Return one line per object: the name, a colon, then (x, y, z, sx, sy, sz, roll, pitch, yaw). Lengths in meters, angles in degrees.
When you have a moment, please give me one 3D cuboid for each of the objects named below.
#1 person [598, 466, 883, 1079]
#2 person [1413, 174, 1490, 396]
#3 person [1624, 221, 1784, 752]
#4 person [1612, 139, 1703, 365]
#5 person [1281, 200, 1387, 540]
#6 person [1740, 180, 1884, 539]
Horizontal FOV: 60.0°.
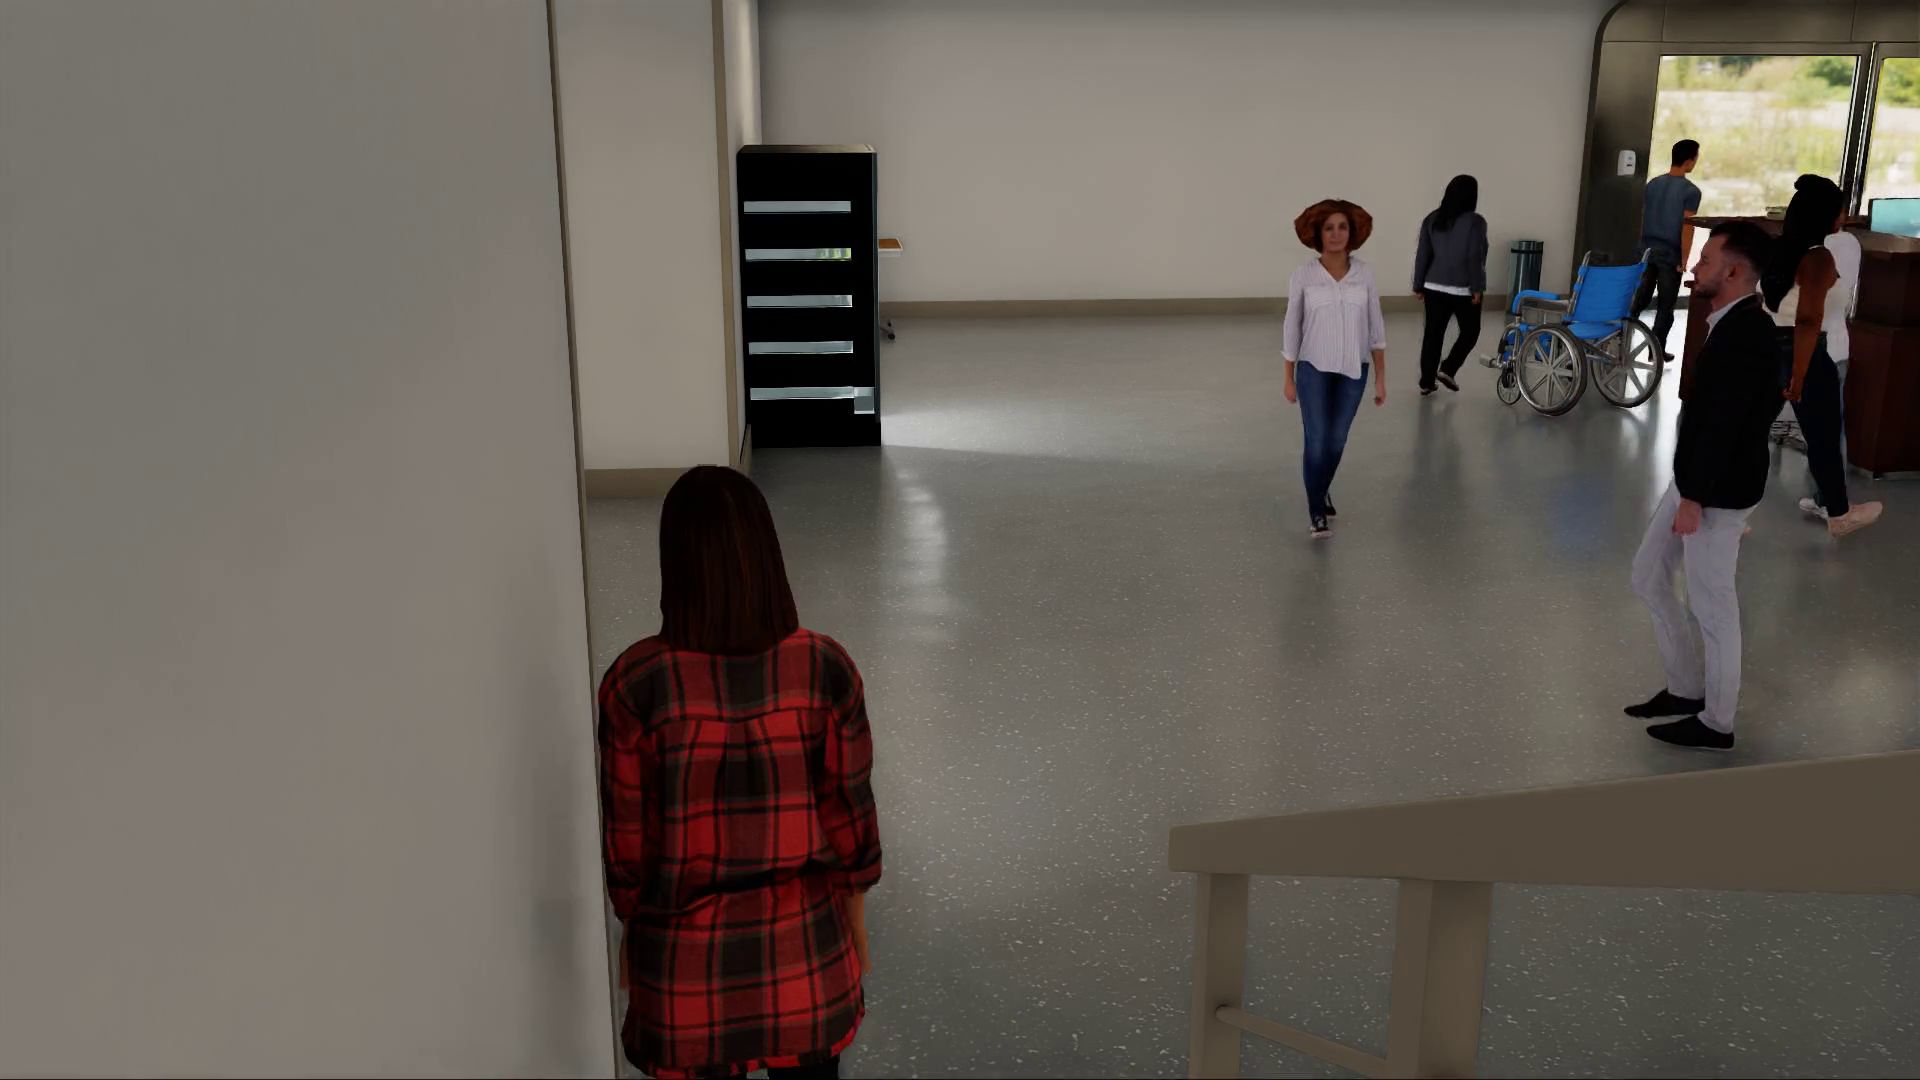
person: (-0.357, 0.733, 2.793, 0.667, 1.682, 0.926, -3, 16, -10)
person: (3.534, -1.815, 12.005, 0.837, 1.588, 0.915, 13, 21, 39)
person: (2.662, -0.146, 5.634, 0.862, 1.833, 0.752, 7, 17, 24)
person: (5.482, -2.234, 13.143, 1.070, 1.777, 1.115, -12, 20, -37)
person: (1.890, -0.870, 8.495, 0.709, 1.673, 1.124, 0, 16, 1)
person: (3.958, -0.825, 8.165, 0.772, 1.766, 1.064, -3, 16, -11)
